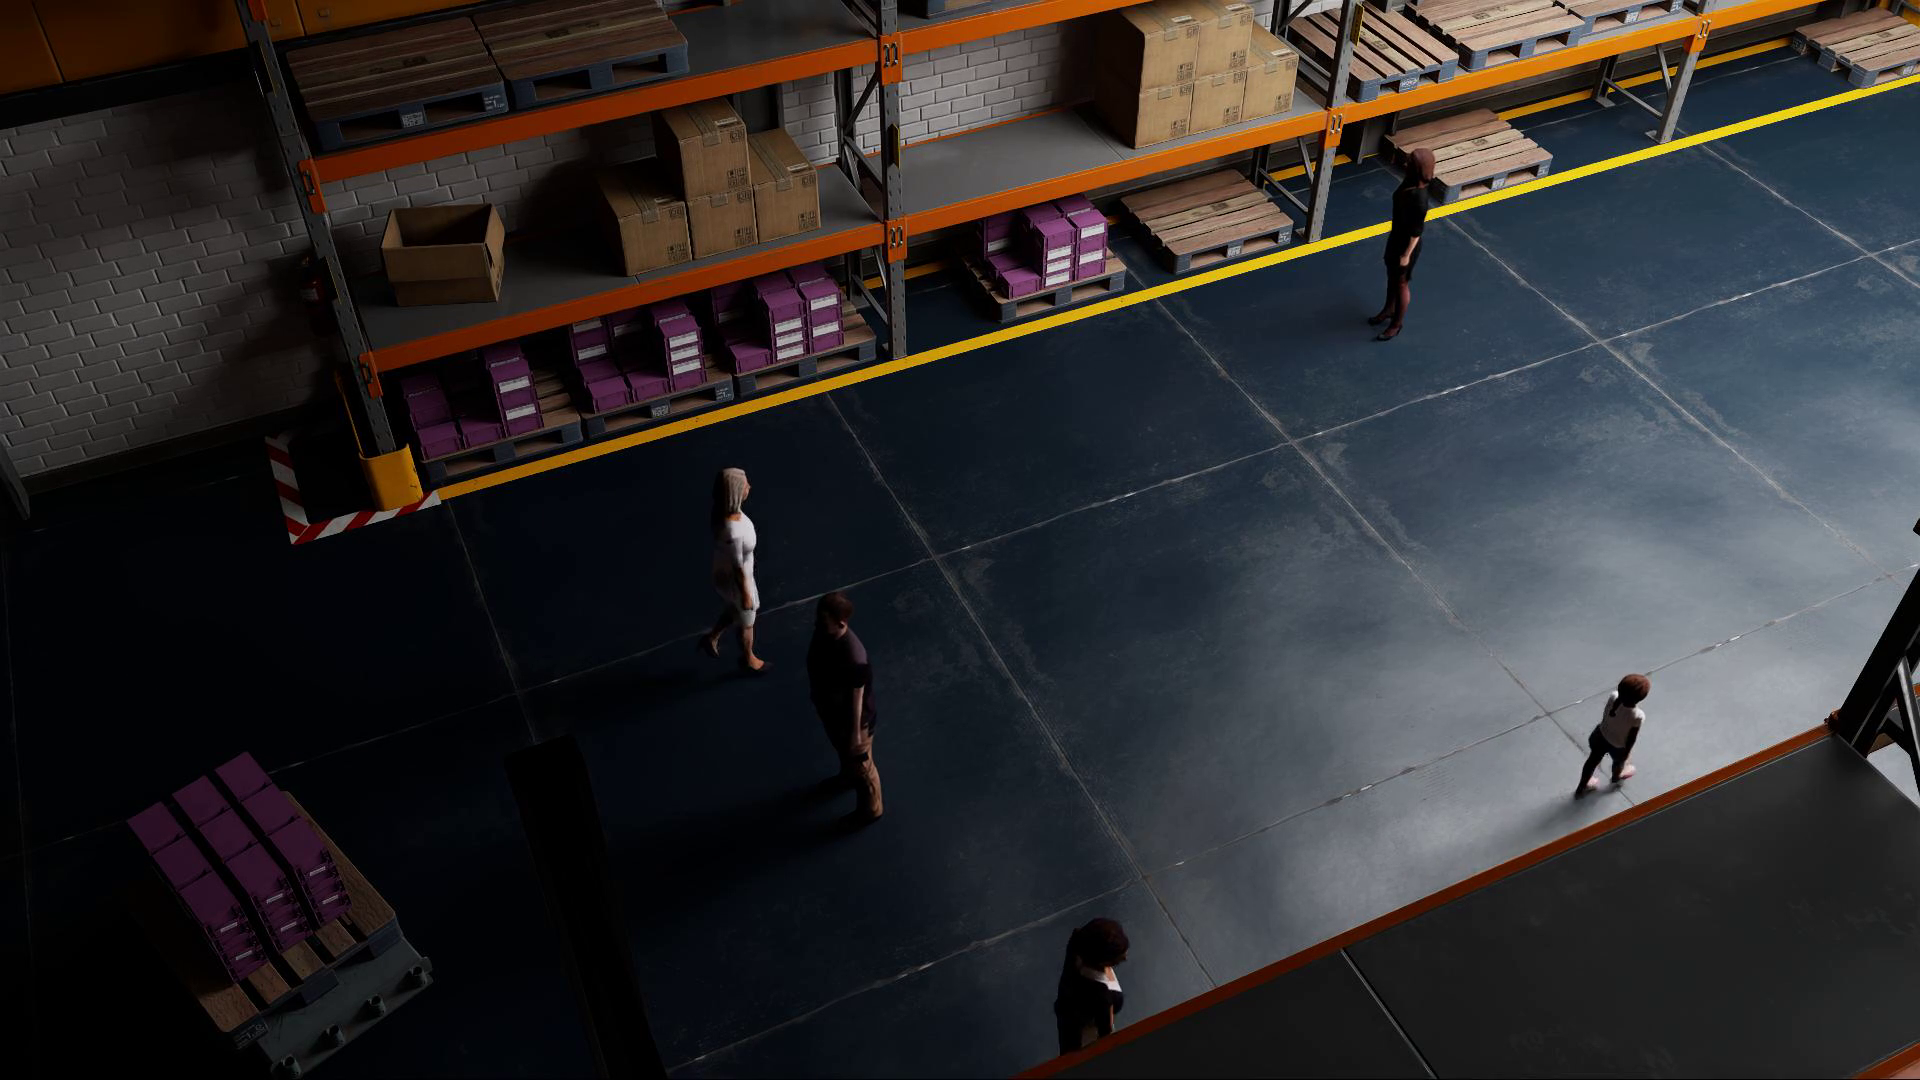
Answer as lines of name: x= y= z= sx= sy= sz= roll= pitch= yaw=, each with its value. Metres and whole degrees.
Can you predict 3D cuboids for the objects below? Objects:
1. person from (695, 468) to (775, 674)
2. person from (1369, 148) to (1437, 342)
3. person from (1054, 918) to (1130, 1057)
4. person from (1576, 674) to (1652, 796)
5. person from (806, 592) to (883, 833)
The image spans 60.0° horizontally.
person: x=-1.485 y=0.244 z=10.428 sx=0.770 sy=1.737 sz=0.664 roll=-9 pitch=44 yaw=-9
person: x=3.521 y=-2.345 z=13.168 sx=0.630 sy=1.706 sz=0.654 roll=-1 pitch=44 yaw=-1
person: x=0.517 y=2.449 z=8.100 sx=1.144 sy=1.755 sz=0.735 roll=-10 pitch=44 yaw=-10
person: x=3.885 y=1.188 z=9.966 sx=0.639 sy=1.008 sz=0.468 roll=-22 pitch=48 yaw=-21
person: x=-0.641 y=0.958 z=9.602 sx=0.585 sy=1.841 sz=0.673 roll=-20 pitch=47 yaw=-20
